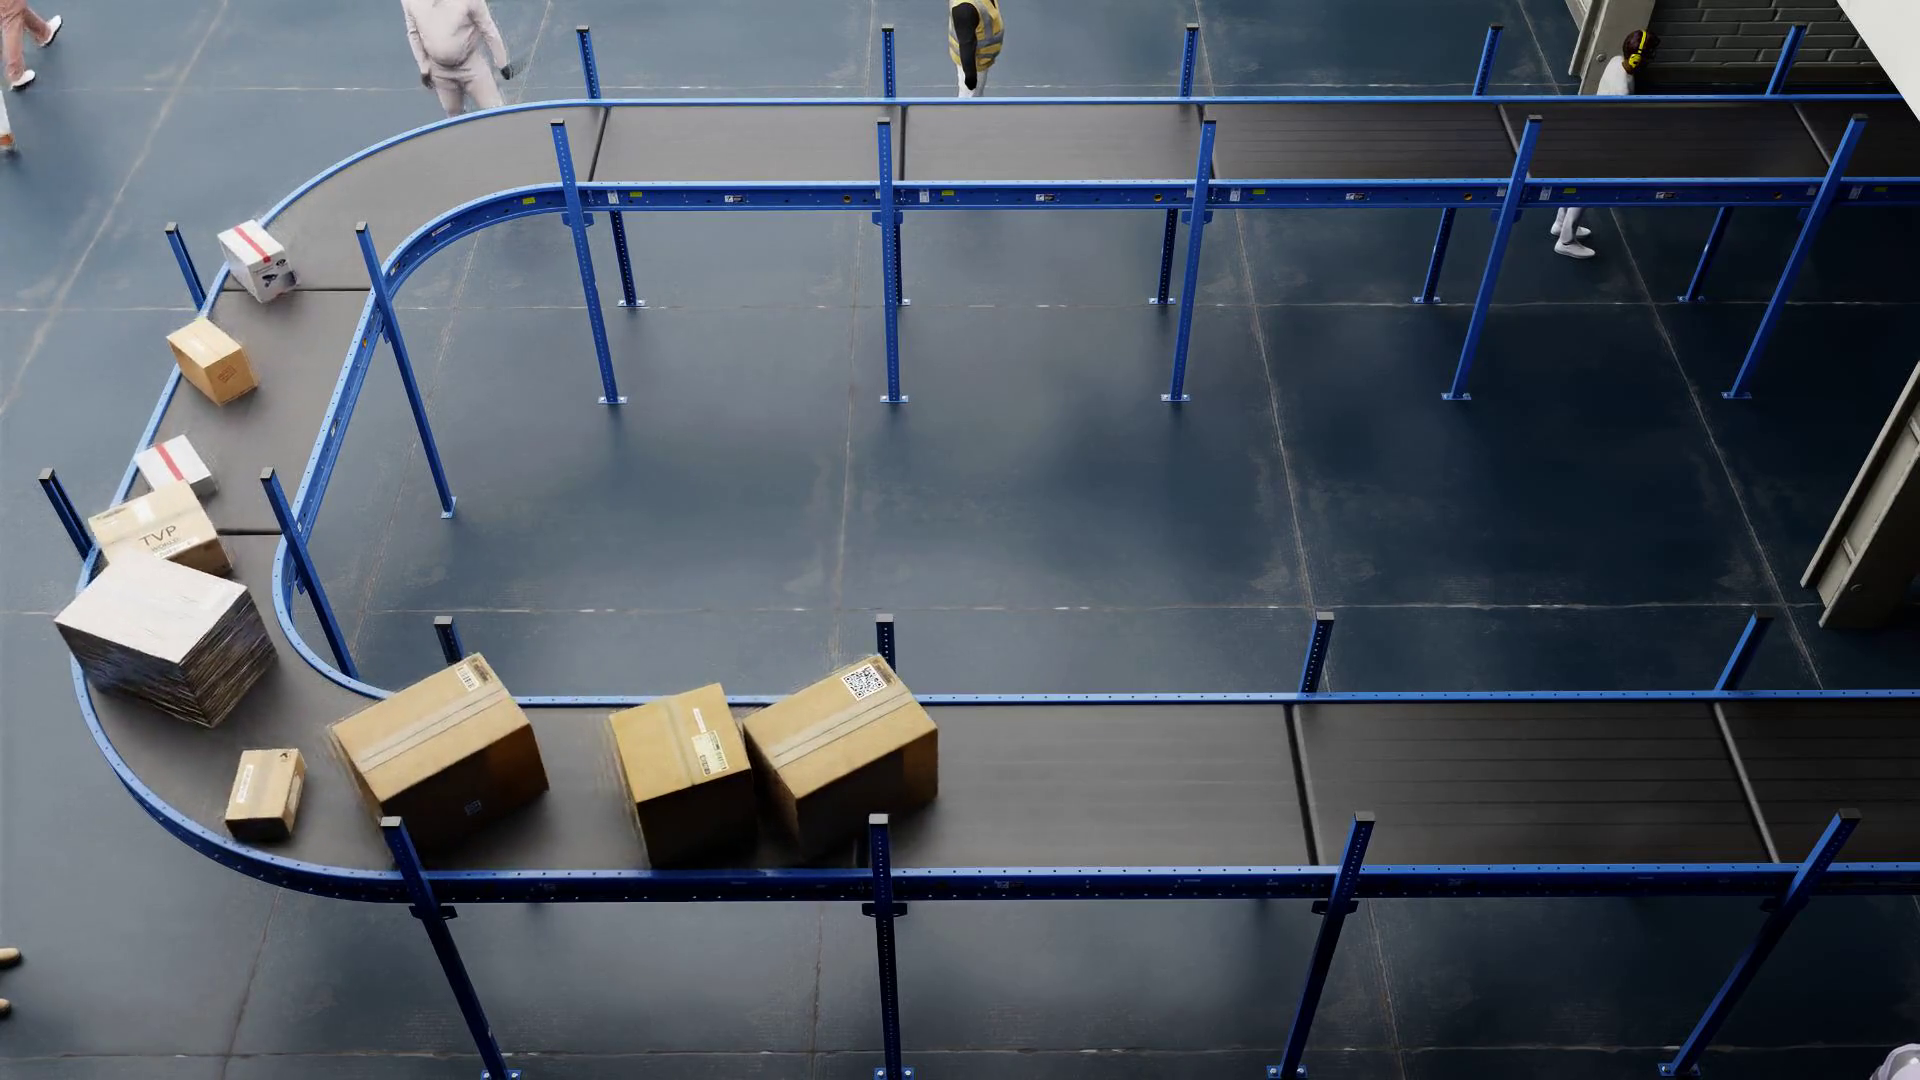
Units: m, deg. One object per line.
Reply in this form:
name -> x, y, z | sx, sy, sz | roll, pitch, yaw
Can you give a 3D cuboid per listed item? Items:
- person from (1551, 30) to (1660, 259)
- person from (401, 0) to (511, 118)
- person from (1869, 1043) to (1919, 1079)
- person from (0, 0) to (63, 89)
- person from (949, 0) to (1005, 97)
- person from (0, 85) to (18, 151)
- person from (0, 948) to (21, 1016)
person -> 4.780, -2.950, 12.759 | 0.321, 1.863, 0.502 | 6, 47, 5
person -> -3.913, -3.756, 13.524 | 0.784, 1.883, 0.437 | 4, 47, 3
person -> 4.033, 2.685, 7.450 | 0.376, 1.933, 0.545 | 1, 47, 1
person -> -8.125, -4.842, 14.539 | 0.637, 1.843, 1.023 | 9, 48, 8
person -> 0.132, -3.836, 13.598 | 0.429, 1.842, 0.633 | 6, 47, 6
person -> -8.041, -4.063, 13.769 | 0.593, 1.906, 0.954 | -12, 48, -11
person -> -5.122, 1.769, 8.464 | 0.315, 1.696, 0.541 | -7, 47, -6
